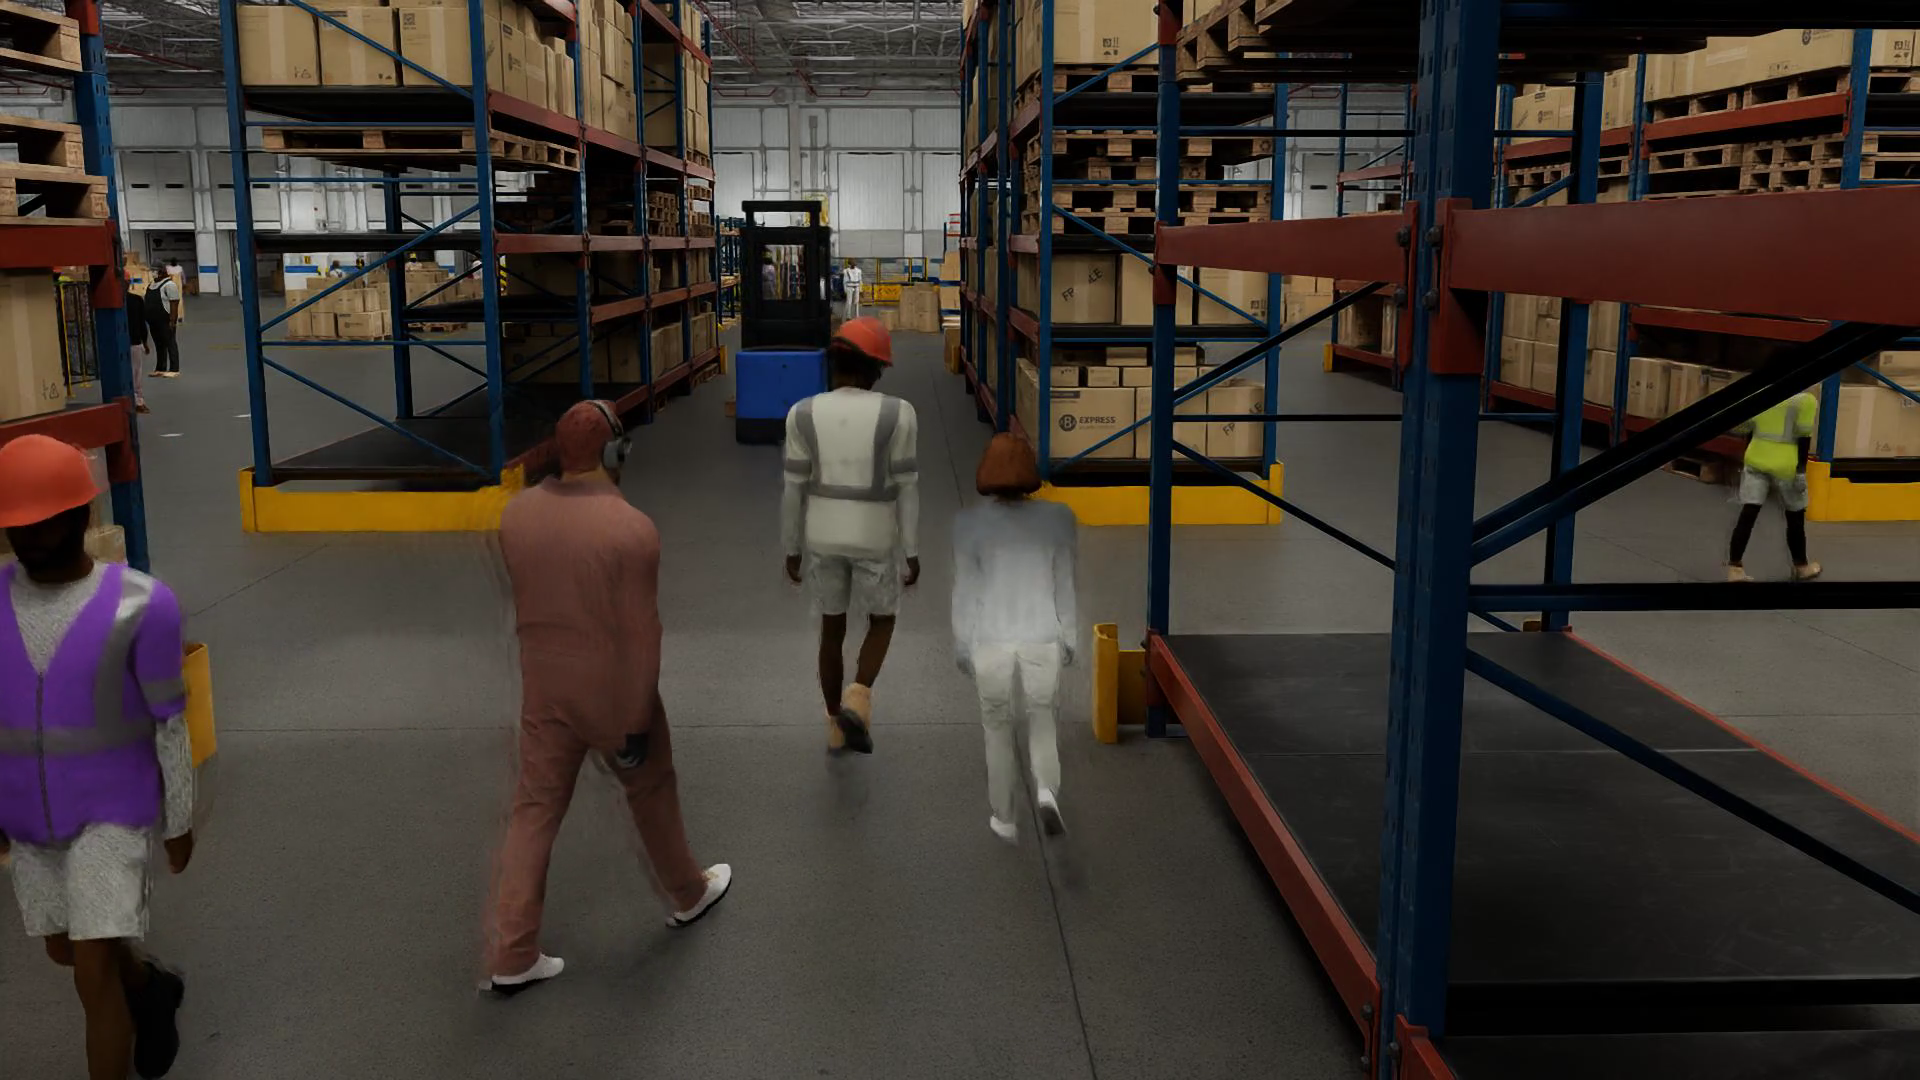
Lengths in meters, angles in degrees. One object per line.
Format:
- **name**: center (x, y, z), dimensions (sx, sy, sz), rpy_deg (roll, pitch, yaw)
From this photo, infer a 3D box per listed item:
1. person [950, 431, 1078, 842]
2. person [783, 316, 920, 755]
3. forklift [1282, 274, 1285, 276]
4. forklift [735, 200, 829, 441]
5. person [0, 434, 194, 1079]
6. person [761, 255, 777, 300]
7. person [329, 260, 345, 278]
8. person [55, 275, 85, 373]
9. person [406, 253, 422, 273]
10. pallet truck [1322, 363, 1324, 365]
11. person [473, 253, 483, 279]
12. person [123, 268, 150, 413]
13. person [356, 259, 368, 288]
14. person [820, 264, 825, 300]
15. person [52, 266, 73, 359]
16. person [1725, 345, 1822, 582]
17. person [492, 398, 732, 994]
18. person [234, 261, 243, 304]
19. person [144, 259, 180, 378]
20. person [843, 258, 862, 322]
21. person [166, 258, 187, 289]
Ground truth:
- **person**: center (0.211, 0.393, 6.409), dimensions (0.507, 1.620, 0.419), rpy_deg (-1, 10, -8)
- **person**: center (-0.498, 0.008, 7.491), dimensions (0.639, 2.014, 0.526), rpy_deg (2, 10, 11)
- **forklift**: center (12.239, -10.307, 62.540), dimensions (1.129, 2.768, 1.873), rpy_deg (0, 10, -2)
- **forklift**: center (-2.100, -2.645, 19.858), dimensions (1.129, 2.768, 1.873), rpy_deg (0, 10, -2)
- **person**: center (-2.220, 0.649, 4.256), dimensions (0.534, 1.897, 0.938), rpy_deg (0, 10, -2)
- **person**: center (-6.141, -8.214, 53.573), dimensions (0.622, 1.908, 0.428), rpy_deg (-8, 13, -39)
- **person**: center (-18.054, -7.227, 48.372), dimensions (0.886, 1.818, 0.522), rpy_deg (5, 11, 27)
- **person**: center (-15.801, -3.801, 29.443), dimensions (0.360, 1.758, 0.528), rpy_deg (8, 13, 37)
- **person**: center (-20.346, -9.732, 62.012), dimensions (0.585, 1.920, 0.382), rpy_deg (-4, 11, -19)
- **pallet truck**: center (7.712, -4.157, 30.737), dimensions (1.885, 1.965, 0.823), rpy_deg (3, 11, 16)
- **person**: center (-16.737, -9.016, 57.972), dimensions (0.355, 1.938, 0.637), rpy_deg (-10, 14, -43)
- **person**: center (-11.350, -2.700, 22.626), dimensions (0.386, 1.992, 0.625), rpy_deg (9, 13, 41)
- **person**: center (-16.530, -6.827, 45.971), dimensions (0.329, 1.872, 0.507), rpy_deg (-4, 11, -19)
- **person**: center (-2.965, -5.026, 35.903), dimensions (0.906, 1.892, 0.610), rpy_deg (5, 11, 24)
- **person**: center (-17.954, -4.555, 33.226), dimensions (0.566, 1.893, 0.948), rpy_deg (-8, 13, -39)
- **person**: center (5.573, -0.501, 11.330), dimensions (0.865, 1.646, 0.549), rpy_deg (-6, 12, -30)
- **person**: center (-1.170, 0.468, 5.388), dimensions (0.645, 1.851, 1.032), rpy_deg (5, 11, 24)
- **person**: center (-26.819, -9.787, 62.239), dimensions (0.604, 1.949, 0.384), rpy_deg (1, 10, 7)
- **person**: center (-13.840, -3.824, 28.761), dimensions (0.689, 2.000, 0.539), rpy_deg (6, 12, 29)
- **person**: center (-3.133, -7.290, 48.548), dimensions (0.568, 1.878, 0.350), rpy_deg (-5, 11, -27)
- **person**: center (-26.867, -8.764, 56.992), dimensions (0.999, 1.784, 0.651), rpy_deg (10, 14, 44)
